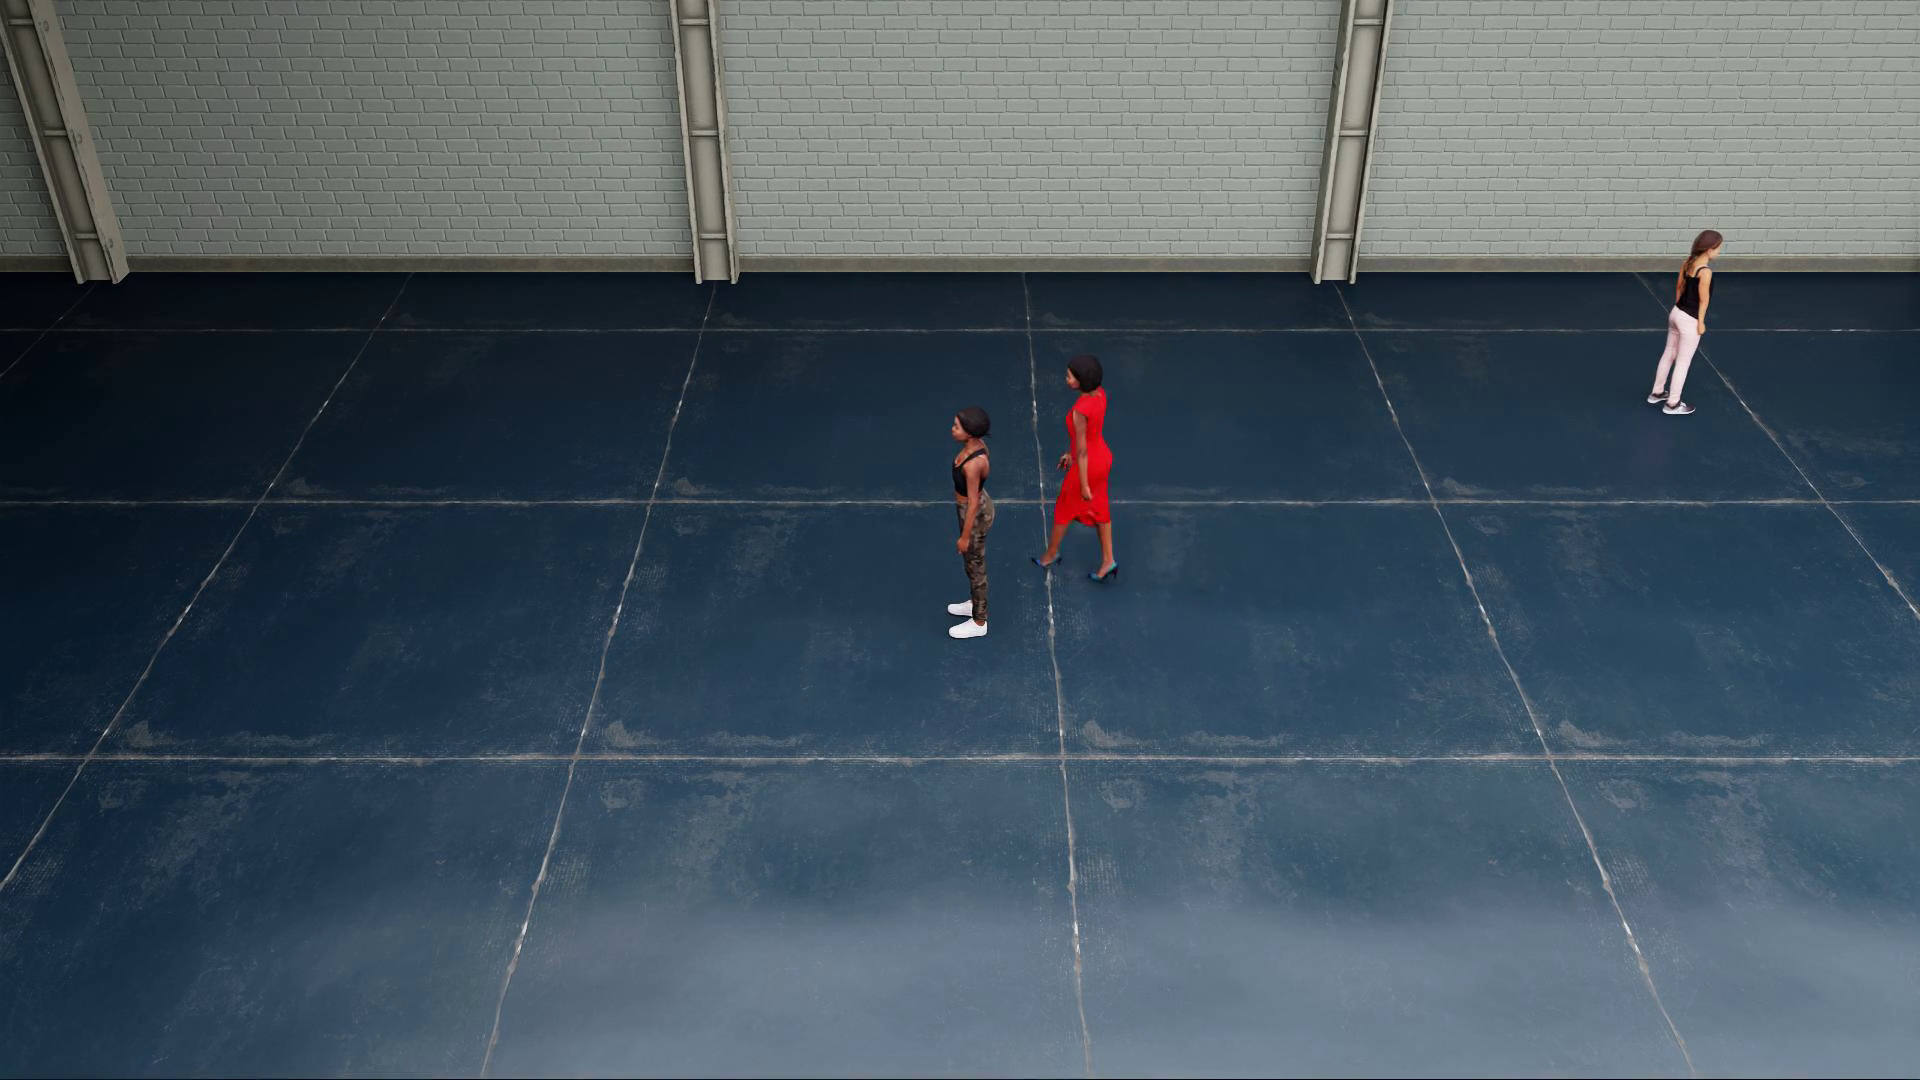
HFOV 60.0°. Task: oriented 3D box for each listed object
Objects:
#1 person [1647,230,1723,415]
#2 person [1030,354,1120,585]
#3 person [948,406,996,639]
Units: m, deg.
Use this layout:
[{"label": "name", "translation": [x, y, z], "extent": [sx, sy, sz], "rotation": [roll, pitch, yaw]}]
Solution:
[{"label": "person", "translation": [5.950, -1.794, 13.612], "extent": [0.570, 1.565, 0.575], "rotation": [-6, 34, -10]}, {"label": "person", "translation": [0.966, -0.450, 11.402], "extent": [0.982, 1.720, 0.825], "rotation": [15, 36, 22]}, {"label": "person", "translation": [0.084, -0.133, 10.932], "extent": [0.517, 1.701, 0.561], "rotation": [0, 33, 0]}]
